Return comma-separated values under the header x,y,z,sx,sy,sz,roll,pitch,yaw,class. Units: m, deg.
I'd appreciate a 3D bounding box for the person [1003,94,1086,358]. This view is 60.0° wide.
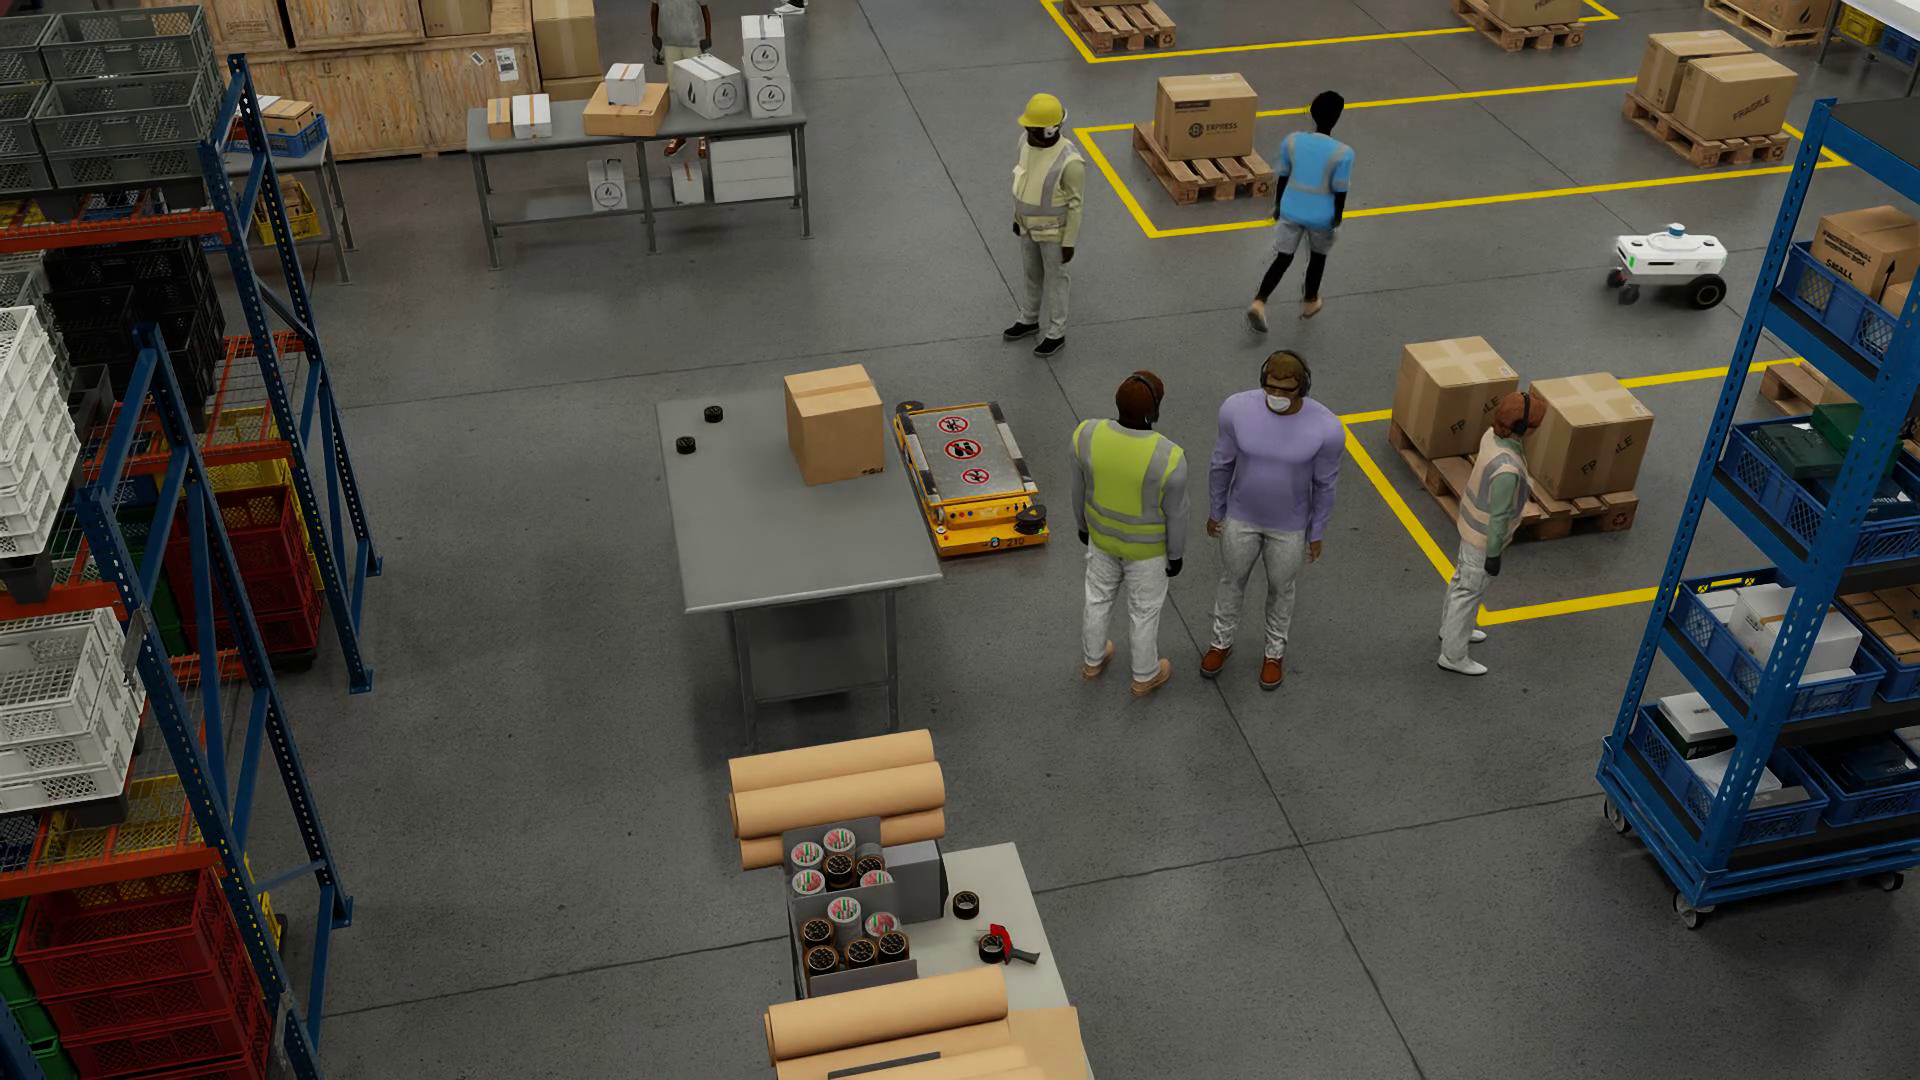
x,y,z,sx,sy,sz,roll,pitch,yaw,class
0.551,-2.091,11.047,0.404,1.827,0.590,-24,43,-29,person

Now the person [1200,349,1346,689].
x,y,z,sx,sy,sz,roll,pitch,yaw,class
1.529,-0.102,8.282,0.629,1.940,0.372,12,38,15,person

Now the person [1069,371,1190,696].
x,y,z,sx,sy,sz,roll,pitch,yaw,class
0.846,-0.026,8.260,0.624,1.844,0.429,20,41,24,person

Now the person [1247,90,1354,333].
x,y,z,sx,sy,sz,roll,pitch,yaw,class
2.324,-2.192,11.322,0.552,1.663,0.755,23,42,28,person

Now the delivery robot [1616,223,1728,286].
x,y,z,sx,sy,sz,roll,pitch,yaw,class
5.098,-2.037,11.956,0.707,0.478,0.477,0,37,0,delivery robot

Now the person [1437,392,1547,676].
x,y,z,sx,sy,sz,roll,pitch,yaw,class
2.677,-0.041,8.454,0.313,1.634,0.514,7,37,9,person

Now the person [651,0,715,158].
x,y,z,sx,sy,sz,roll,pitch,yaw,class
-2.285,-4.068,13.669,0.533,1.868,0.310,5,37,7,person

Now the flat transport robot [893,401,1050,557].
x,y,z,sx,sy,sz,roll,pitch,yaw,class
0.046,-0.430,10.108,0.652,0.197,1.431,-8,37,-10,flat transport robot

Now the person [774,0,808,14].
x,y,z,sx,sy,sz,roll,pitch,yaw,class
-1.693,-6.226,16.527,0.391,1.921,0.590,5,37,7,person
